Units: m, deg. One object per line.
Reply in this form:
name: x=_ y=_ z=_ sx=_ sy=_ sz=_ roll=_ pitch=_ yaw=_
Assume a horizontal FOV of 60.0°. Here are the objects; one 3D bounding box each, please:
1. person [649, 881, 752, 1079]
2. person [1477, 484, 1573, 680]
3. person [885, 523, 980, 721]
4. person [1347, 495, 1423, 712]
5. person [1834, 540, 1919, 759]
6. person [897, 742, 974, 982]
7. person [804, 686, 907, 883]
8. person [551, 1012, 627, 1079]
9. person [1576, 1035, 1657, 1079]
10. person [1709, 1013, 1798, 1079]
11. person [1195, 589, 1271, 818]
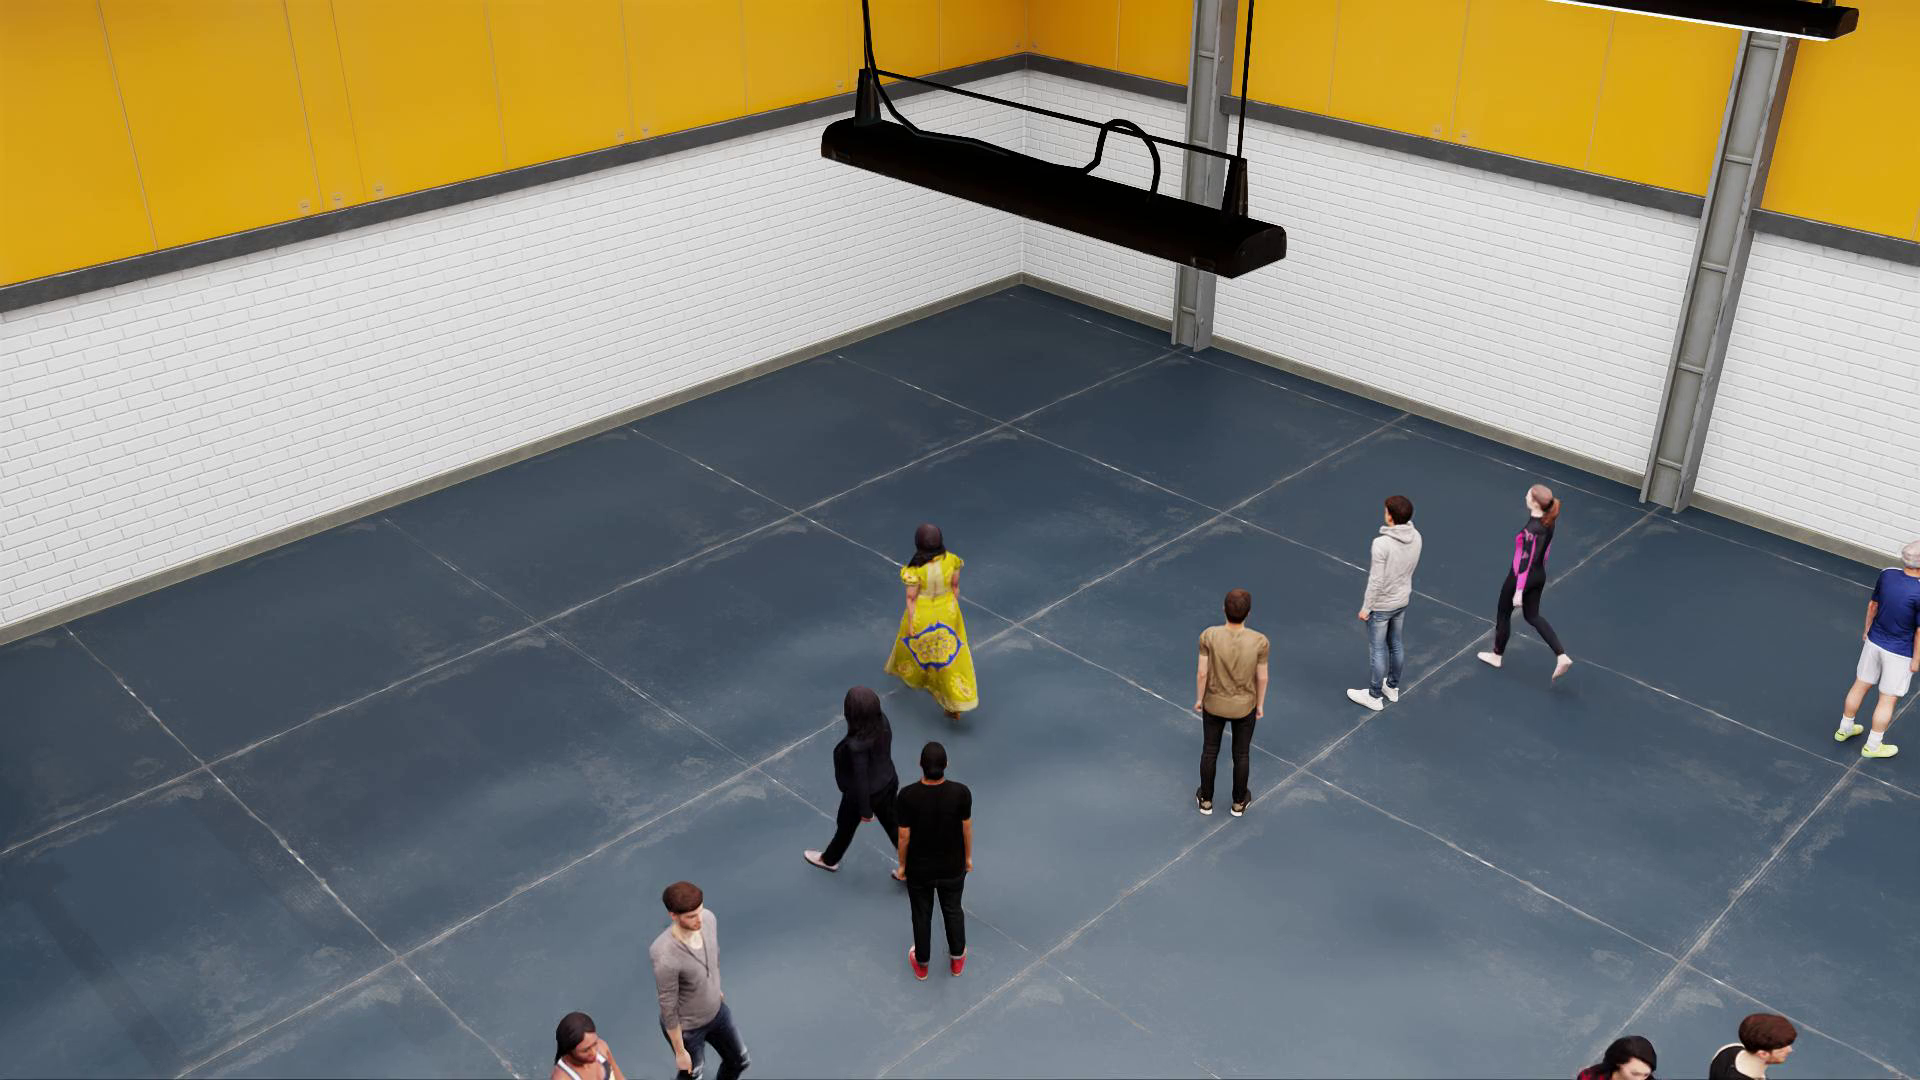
person: x=-1.549 y=2.625 z=9.256 sx=0.803 sy=1.882 sz=0.809 roll=15 pitch=32 yaw=25
person: x=4.692 y=0.373 z=13.542 sx=0.620 sy=1.731 sz=1.034 roll=-22 pitch=36 yaw=-35
person: x=-0.178 y=0.667 z=13.126 sx=1.047 sy=1.612 sz=1.333 roll=-11 pitch=31 yaw=-19
person: x=3.399 y=0.491 z=13.199 sx=0.700 sy=1.852 sz=0.600 roll=-21 pitch=35 yaw=-33
person: x=7.081 y=0.801 z=12.646 sx=0.769 sy=1.838 sz=0.618 roll=-12 pitch=31 yaw=-21
person: x=-0.159 y=2.024 z=10.489 sx=0.710 sy=1.757 sz=0.738 roll=-4 pitch=29 yaw=-7
person: x=-0.533 y=1.712 z=11.256 sx=1.225 sy=1.568 sz=0.966 roll=10 pitch=30 yaw=18
person: x=-1.970 y=3.077 z=8.614 sx=1.189 sy=1.702 sz=0.814 roll=14 pitch=31 yaw=23
person: x=3.356 y=3.114 z=8.631 sx=1.030 sy=1.621 sz=0.943 roll=9 pitch=30 yaw=16
person: x=3.834 y=3.107 z=8.363 sx=0.781 sy=1.891 sz=0.770 roll=6 pitch=29 yaw=10
person: x=1.938 y=1.170 z=11.955 sx=0.704 sy=1.852 sz=0.810 roll=6 pitch=29 yaw=10
